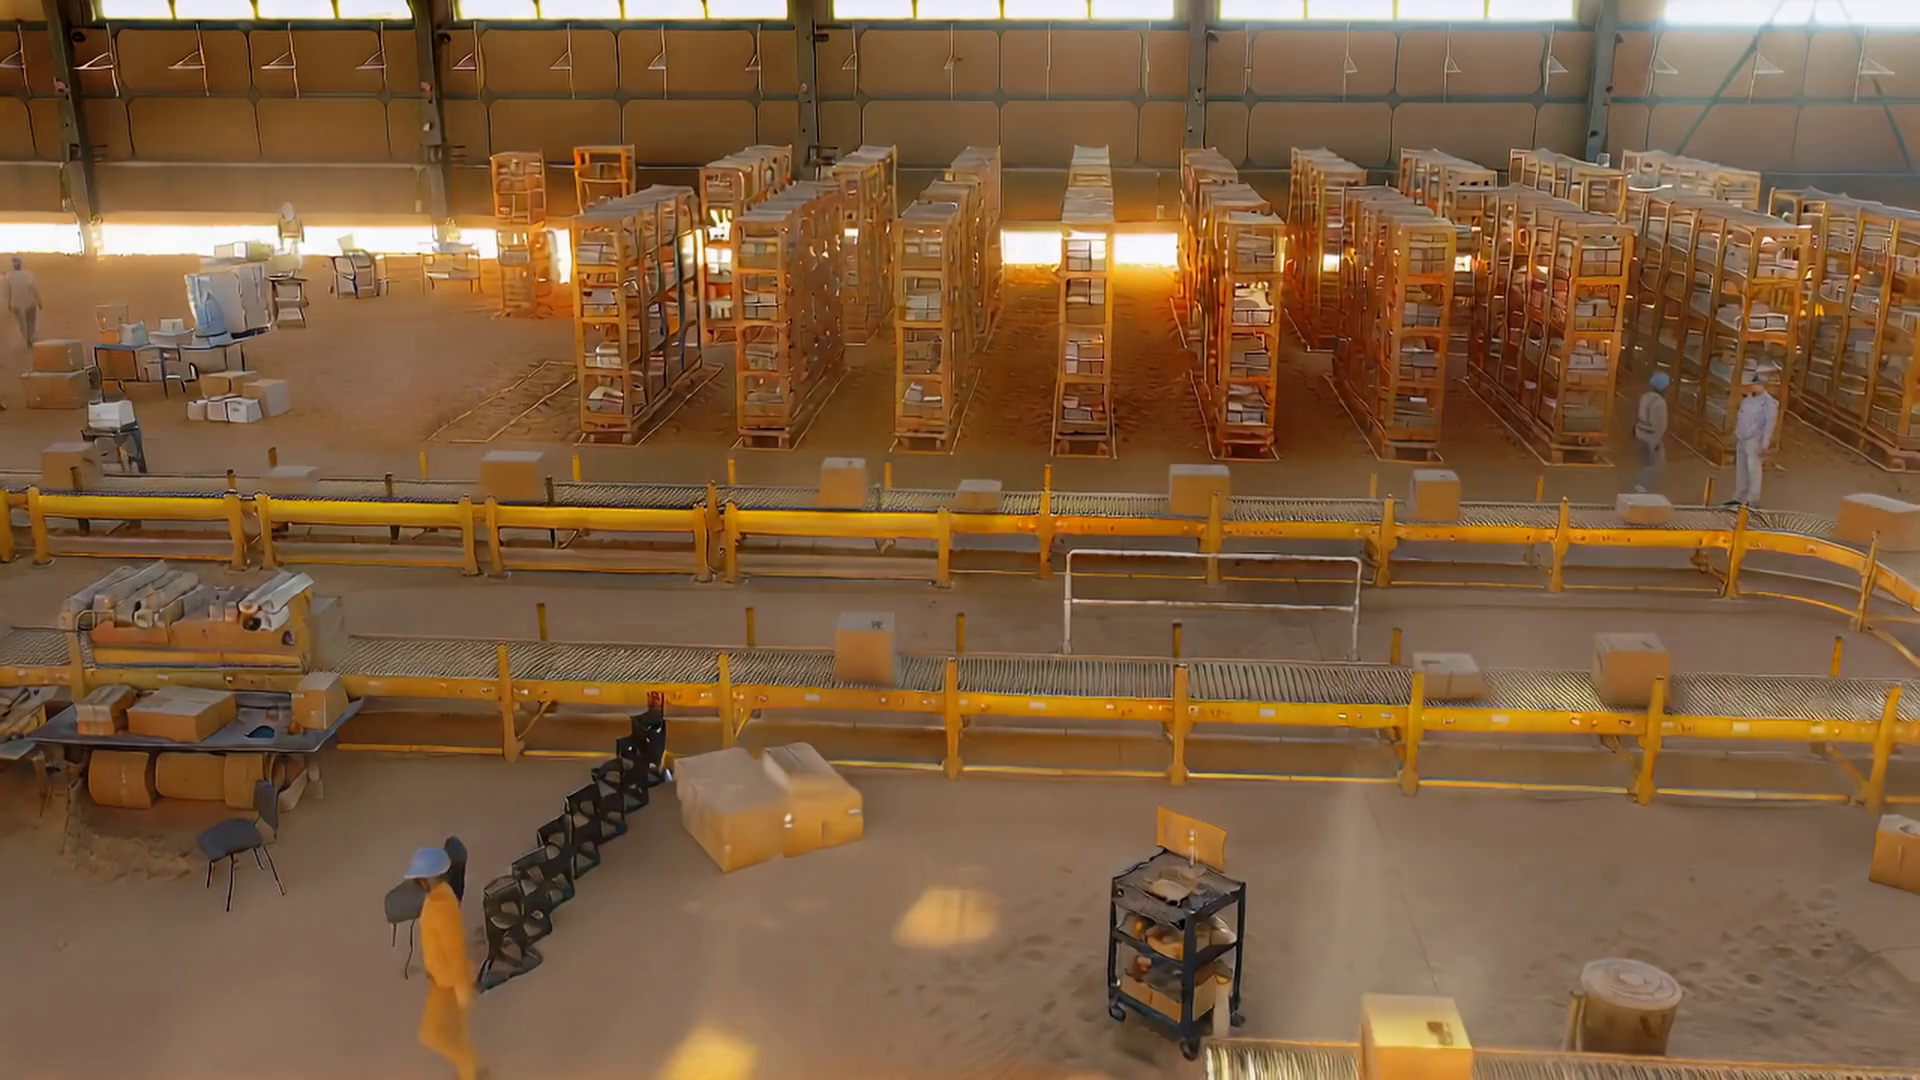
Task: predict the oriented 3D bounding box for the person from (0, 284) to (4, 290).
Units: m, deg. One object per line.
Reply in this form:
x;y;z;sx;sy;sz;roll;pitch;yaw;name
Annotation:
-24.020;-7.010;40.687;0.994;1.894;0.606;0;17;1;person

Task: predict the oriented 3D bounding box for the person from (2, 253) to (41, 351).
-18.874;-4.775;33.491;0.625;1.971;0.821;-7;19;-22;person

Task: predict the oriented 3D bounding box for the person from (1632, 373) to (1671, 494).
9.620;-1.423;23.137;0.469;1.798;0.624;-3;18;-8;person

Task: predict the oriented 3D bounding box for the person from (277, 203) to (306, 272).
-17.634;-7.982;43.902;0.633;1.834;0.431;-8;19;-24;person

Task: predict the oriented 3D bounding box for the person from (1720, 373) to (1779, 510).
10.773;-1.331;22.663;0.410;1.909;0.643;-4;18;-12;person

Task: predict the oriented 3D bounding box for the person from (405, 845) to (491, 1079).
-3.188;2.671;10.211;0.378;1.750;0.535;-7;19;-21;person
